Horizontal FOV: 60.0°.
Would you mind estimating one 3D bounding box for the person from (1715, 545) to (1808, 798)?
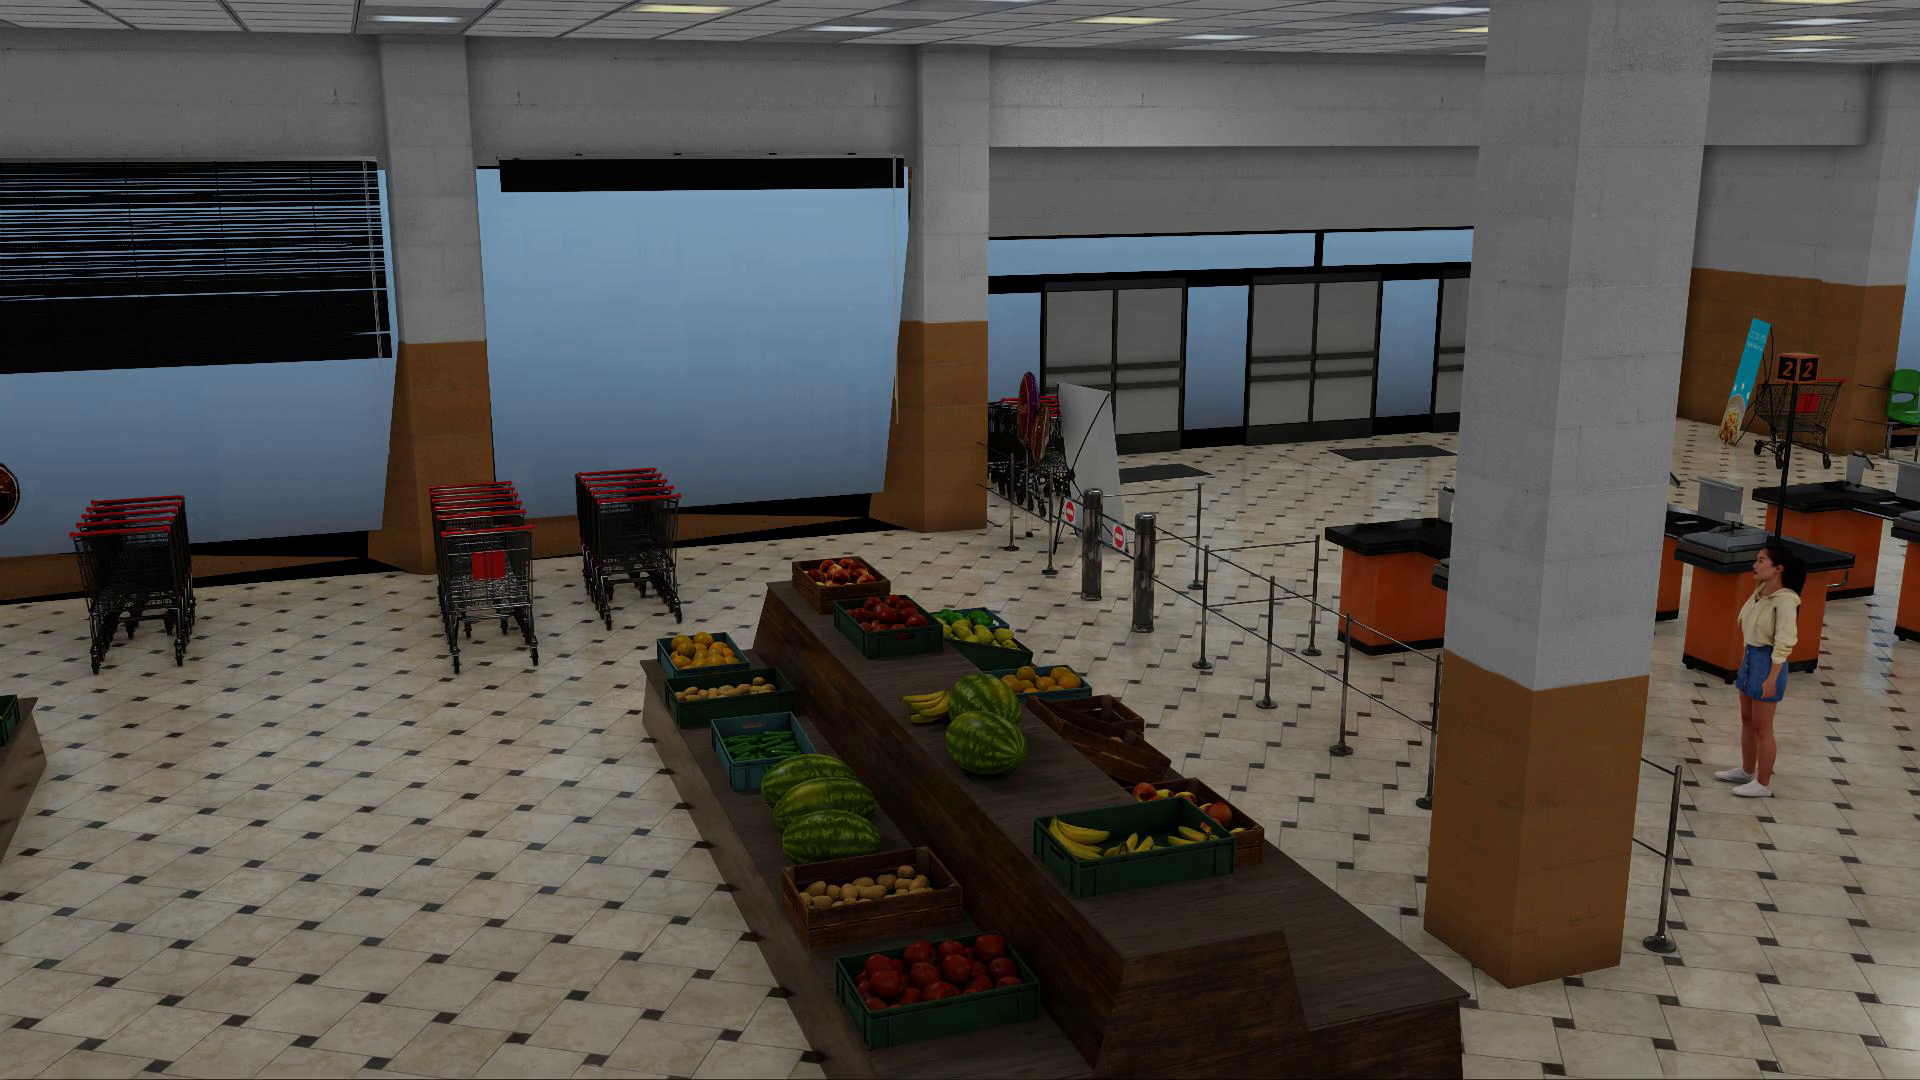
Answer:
[{"bbox_3d":[5.104,0.818,10.558,0.775,1.632,0.631,0,14,2],"label":"person"}]
